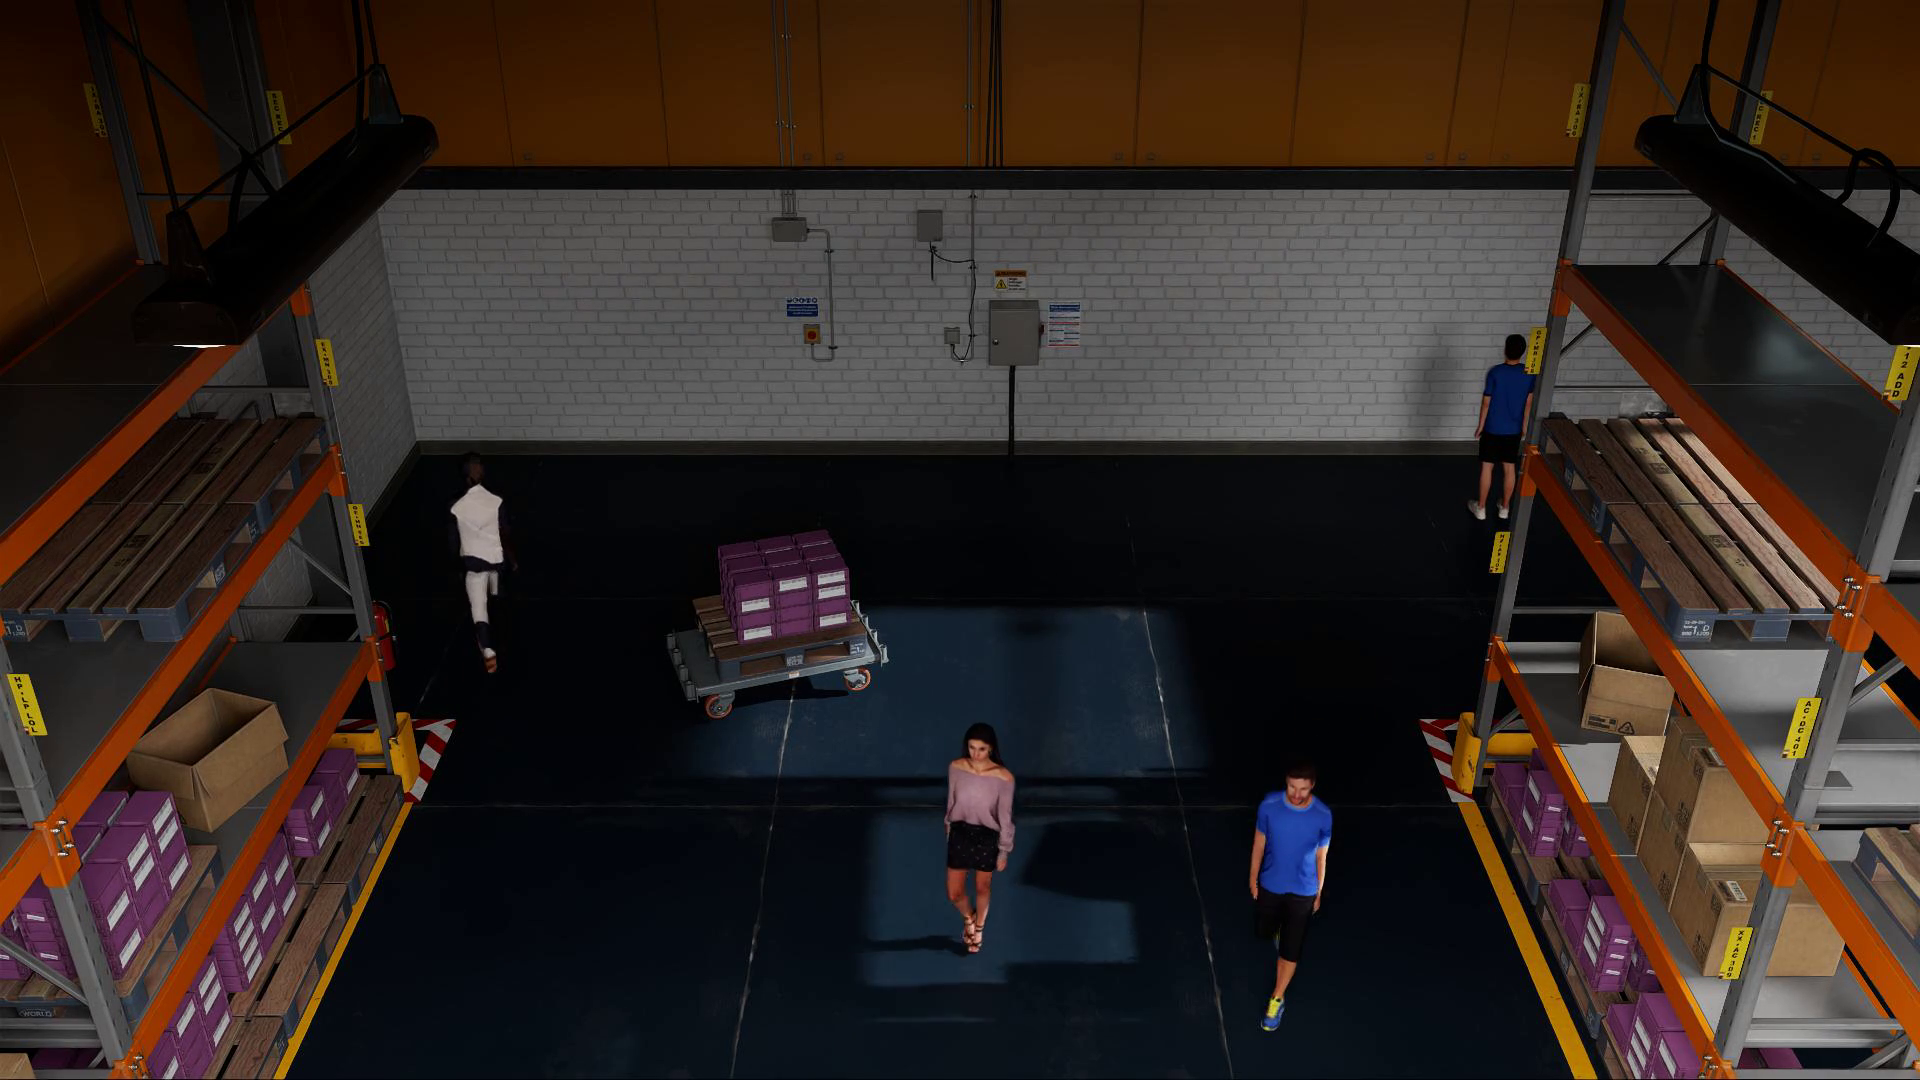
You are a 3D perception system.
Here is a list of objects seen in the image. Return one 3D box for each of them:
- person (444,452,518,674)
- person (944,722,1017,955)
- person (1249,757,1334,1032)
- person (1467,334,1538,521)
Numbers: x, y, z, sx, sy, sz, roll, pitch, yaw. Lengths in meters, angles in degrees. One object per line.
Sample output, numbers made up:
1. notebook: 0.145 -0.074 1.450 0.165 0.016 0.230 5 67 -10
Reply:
1. person: -3.860 0.204 13.513 0.889 1.874 1.134 -9 30 -15
2. person: 0.127 1.866 10.545 0.706 1.798 0.690 8 30 14
3. person: 2.017 2.055 10.145 0.879 1.849 1.157 11 30 19
4. person: 5.184 -1.088 15.890 0.622 1.865 0.555 0 29 0
